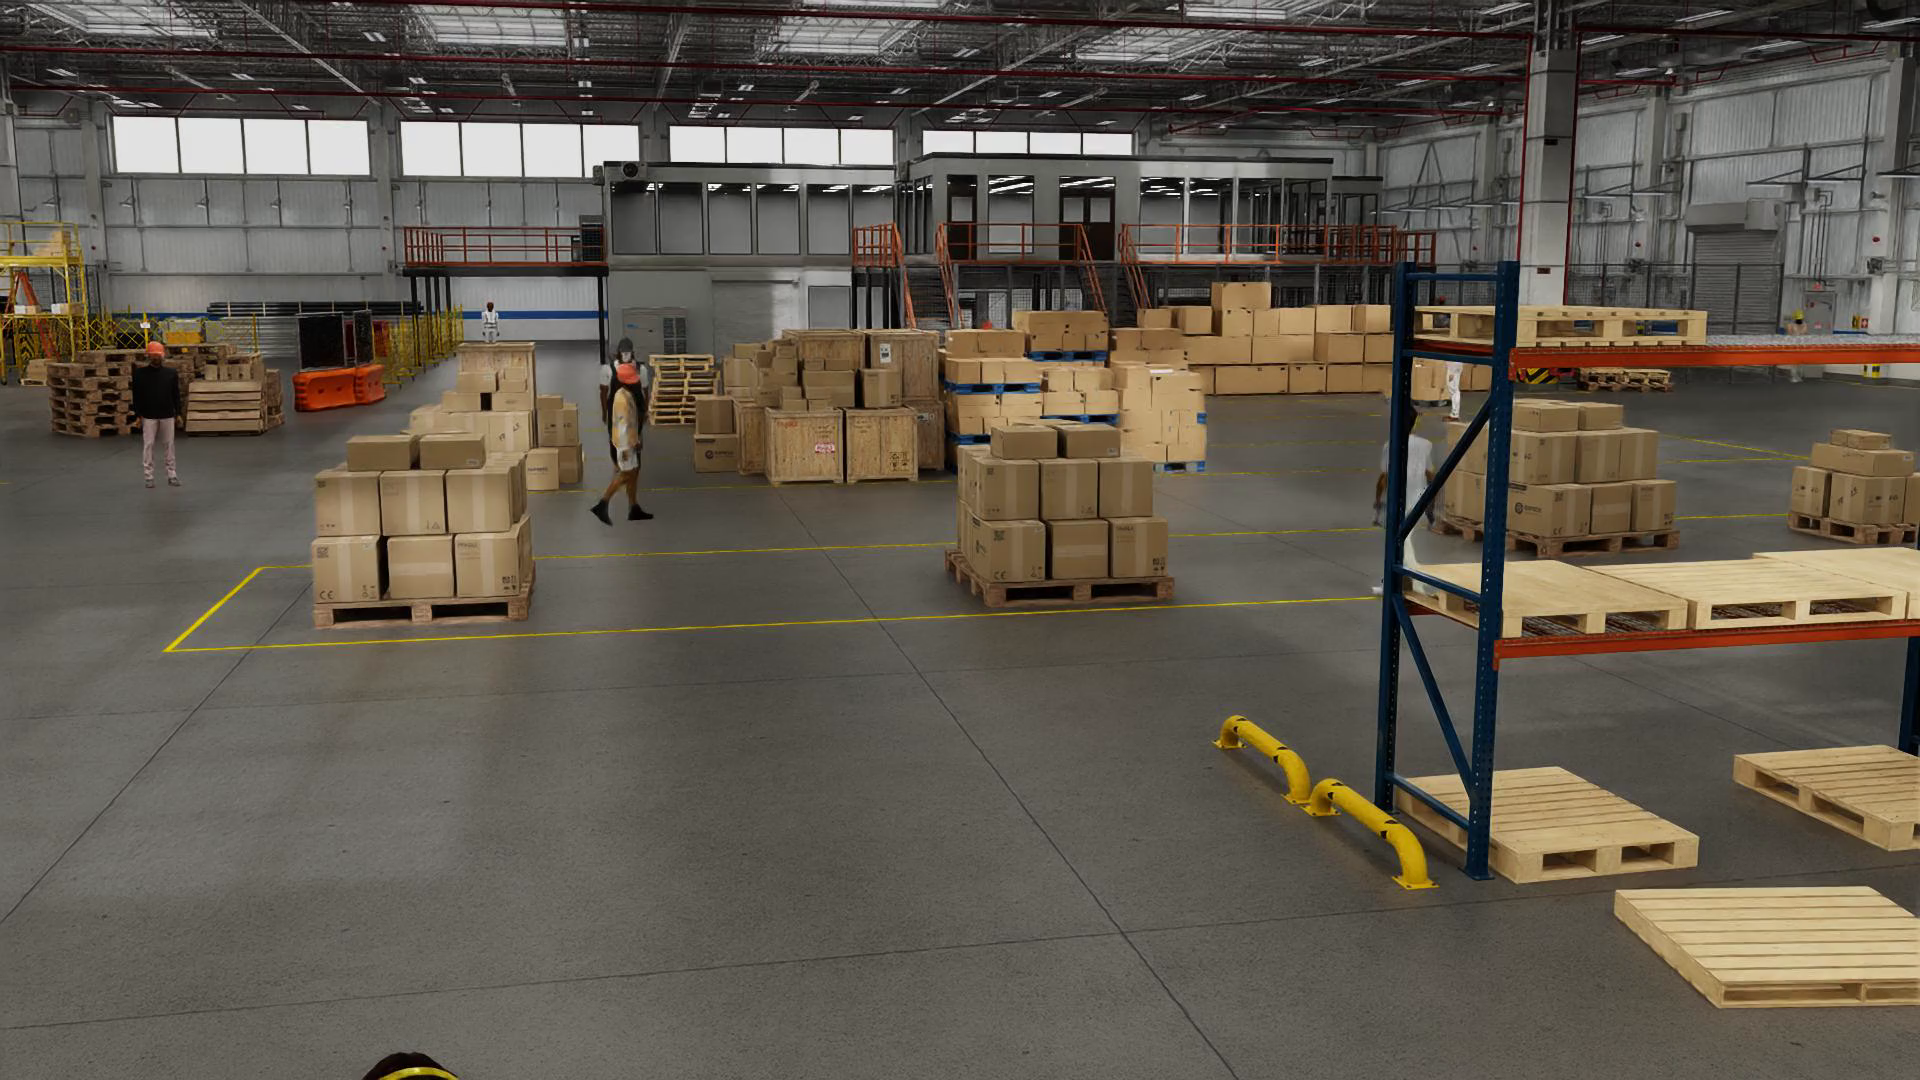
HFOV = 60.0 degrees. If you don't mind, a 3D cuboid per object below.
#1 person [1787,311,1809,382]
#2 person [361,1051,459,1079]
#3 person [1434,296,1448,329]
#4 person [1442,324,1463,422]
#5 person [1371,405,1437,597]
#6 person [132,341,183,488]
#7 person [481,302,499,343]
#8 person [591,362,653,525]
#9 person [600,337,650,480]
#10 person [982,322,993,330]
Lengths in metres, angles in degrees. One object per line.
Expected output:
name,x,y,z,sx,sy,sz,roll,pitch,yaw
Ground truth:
person,21.856,-5.039,43.381,0.617,1.887,0.442,-1,9,-5
person,-0.783,1.674,2.501,0.534,1.868,0.309,-7,12,-37
person,17.204,-7.716,59.420,0.620,1.963,0.772,-2,10,-12
person,9.609,-3.262,32.372,0.350,1.936,0.635,3,10,20
person,3.925,-0.294,14.697,0.533,1.812,1.000,-3,10,-18
person,-10.985,-1.719,22.784,0.611,1.997,0.372,-7,12,-37
person,-15.376,-6.857,54.474,0.583,1.879,0.347,-7,12,-36
person,-3.994,-1.148,19.574,0.671,1.920,0.719,-1,9,-9
person,-4.743,-1.877,23.615,0.696,2.000,0.679,-3,10,-15
person,0.554,-3.561,34.356,0.563,1.896,0.983,-7,12,-37
